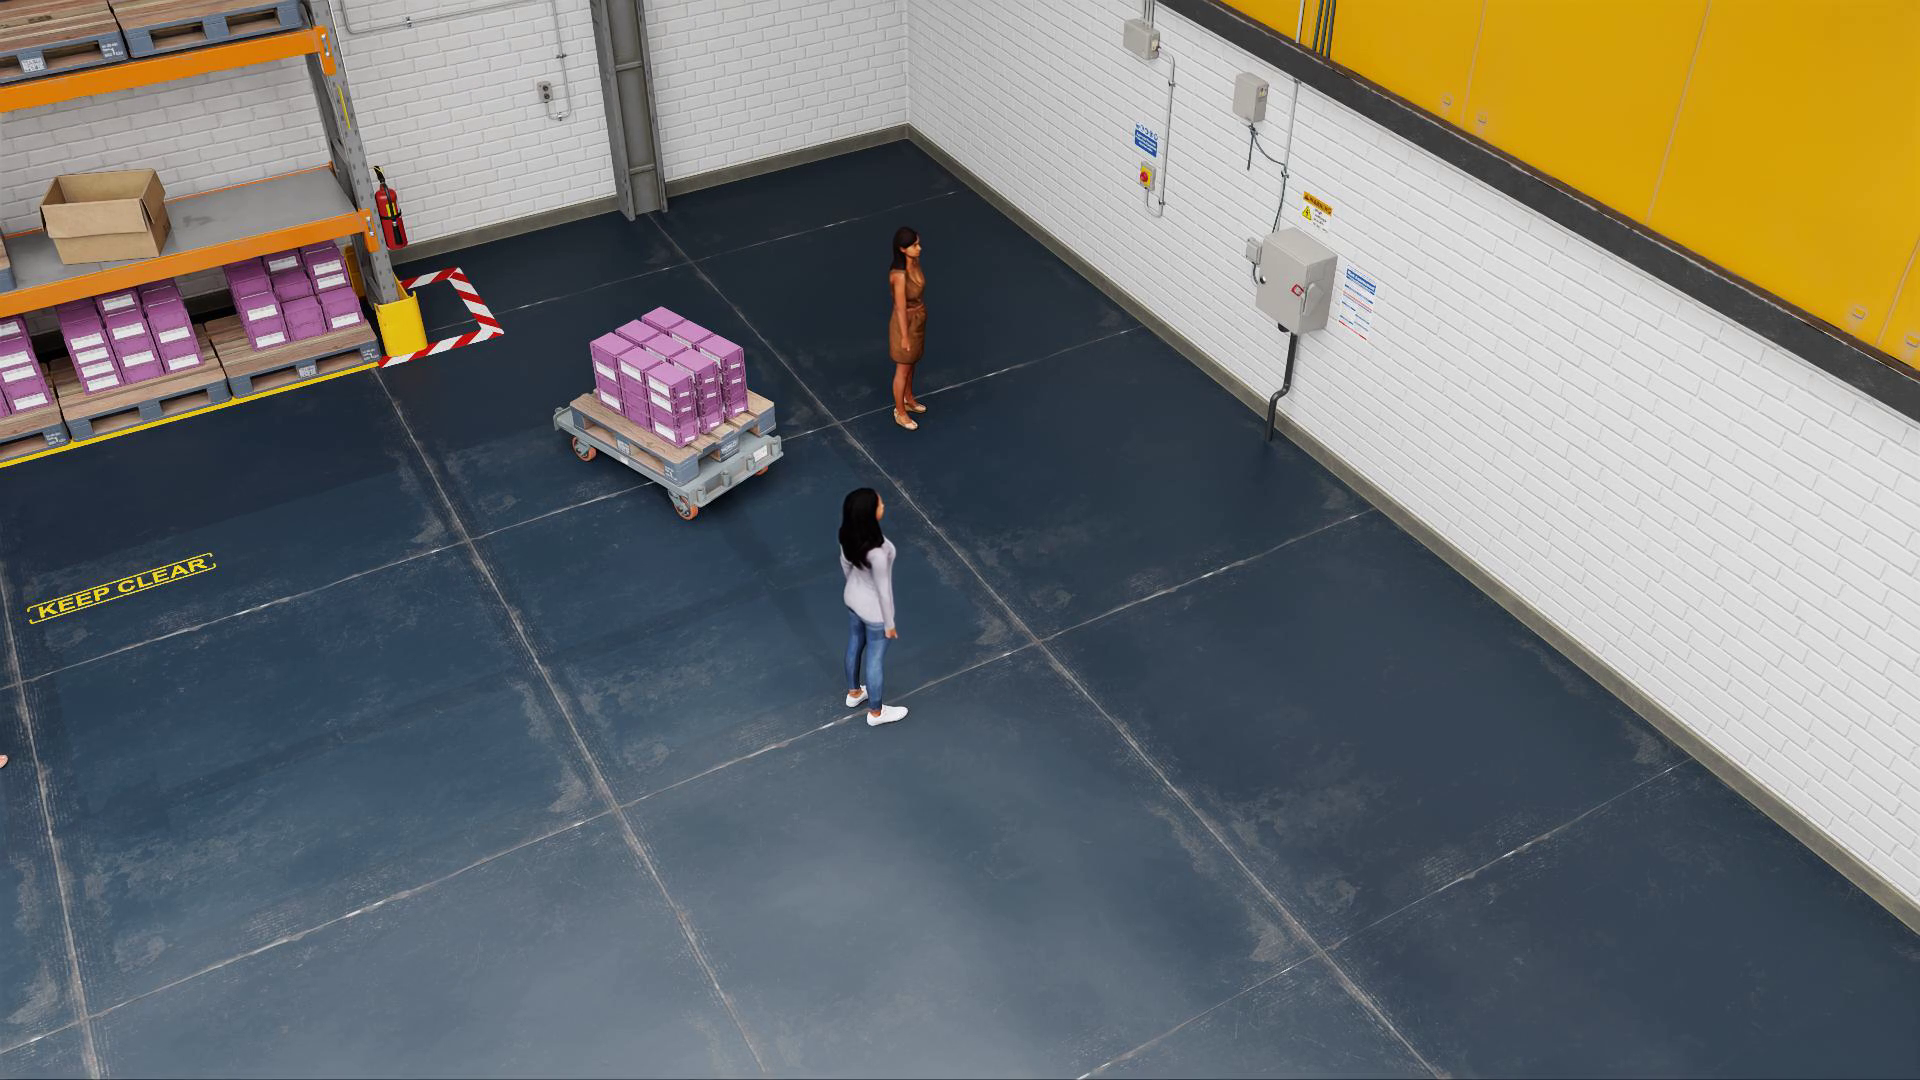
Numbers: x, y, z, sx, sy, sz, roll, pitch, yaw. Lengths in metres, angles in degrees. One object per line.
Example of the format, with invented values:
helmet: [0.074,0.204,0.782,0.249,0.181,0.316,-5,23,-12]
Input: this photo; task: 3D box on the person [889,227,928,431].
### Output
person: [-0.400,-1.641,12.783,0.698,1.689,0.638,10,40,12]

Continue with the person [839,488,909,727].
person: [-0.573,0.401,10.190,0.543,1.735,0.626,-24,44,-27]
